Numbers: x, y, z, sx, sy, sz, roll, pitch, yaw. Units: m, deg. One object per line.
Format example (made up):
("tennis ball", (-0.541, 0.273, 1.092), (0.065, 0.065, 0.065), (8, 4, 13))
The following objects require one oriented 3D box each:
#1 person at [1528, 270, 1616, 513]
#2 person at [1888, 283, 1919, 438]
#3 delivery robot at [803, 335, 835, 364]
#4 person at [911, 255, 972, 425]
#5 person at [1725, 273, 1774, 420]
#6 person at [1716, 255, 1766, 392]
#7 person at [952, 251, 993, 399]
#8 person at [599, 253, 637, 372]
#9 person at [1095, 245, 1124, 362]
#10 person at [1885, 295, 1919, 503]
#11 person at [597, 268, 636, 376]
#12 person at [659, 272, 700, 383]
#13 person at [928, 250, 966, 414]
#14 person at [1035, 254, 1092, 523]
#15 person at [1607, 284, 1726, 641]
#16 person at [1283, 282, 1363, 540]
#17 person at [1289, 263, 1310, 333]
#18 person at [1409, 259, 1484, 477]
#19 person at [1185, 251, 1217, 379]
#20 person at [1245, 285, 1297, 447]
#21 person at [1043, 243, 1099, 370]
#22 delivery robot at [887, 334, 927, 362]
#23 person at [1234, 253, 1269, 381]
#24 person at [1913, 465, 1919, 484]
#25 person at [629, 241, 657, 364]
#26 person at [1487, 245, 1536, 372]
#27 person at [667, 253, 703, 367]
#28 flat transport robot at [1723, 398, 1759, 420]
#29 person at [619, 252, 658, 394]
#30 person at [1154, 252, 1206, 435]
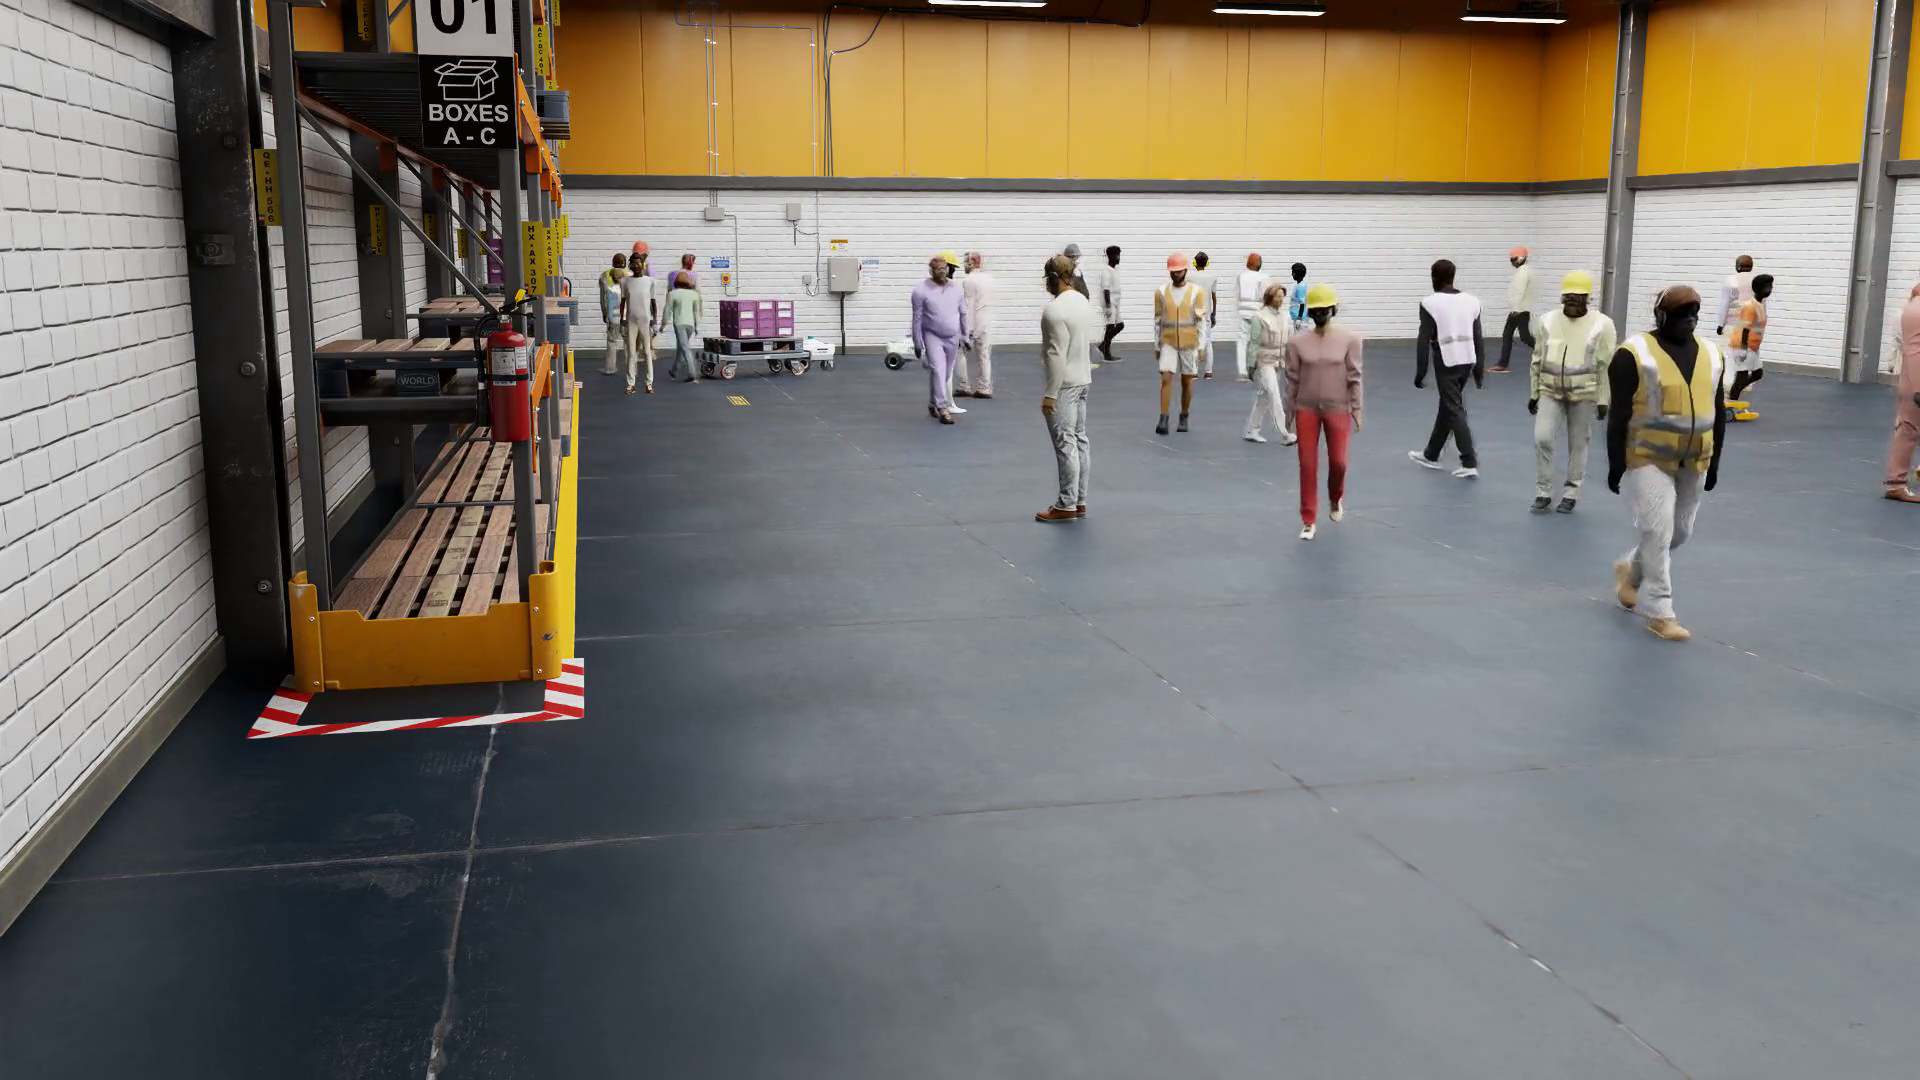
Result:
("person", (4.479, -1.075, 12.285), (0.627, 1.811, 0.636), (7, 12, 34))
("person", (9.856, -1.830, 17.076), (0.518, 1.584, 0.838), (1, 10, 3))
("delivery robot", (-2.313, -2.944, 25.878), (0.707, 0.478, 0.477), (-5, 11, -27))
("person", (-0.230, -2.266, 18.739), (0.635, 1.872, 0.956), (-5, 12, -27))
("person", (8.929, -2.190, 18.871), (0.472, 1.664, 0.553), (9, 14, 41))
("person", (10.515, -2.915, 22.415), (0.634, 1.839, 0.429), (0, 10, 0))
("person", (0.100, -2.762, 21.423), (0.689, 1.884, 0.681), (5, 12, 28))
("person", (-5.246, -3.508, 25.721), (0.620, 1.836, 0.429), (0, 10, 1))
("person", (2.539, -3.938, 27.773), (0.411, 1.948, 0.648), (3, 11, 18))
("person", (7.542, -1.197, 12.774), (0.663, 1.882, 0.708), (-6, 12, -30))
("person", (-5.155, -3.257, 24.944), (0.743, 1.607, 0.535), (8, 13, 38))
("person", (-4.007, -3.056, 23.913), (0.517, 1.569, 0.886), (-10, 14, -43))
("person", (-0.177, -2.448, 19.614), (0.381, 1.917, 0.585), (-7, 12, -35))
("person", (0.752, -1.086, 12.023), (0.379, 1.933, 0.629), (5, 11, 24))
("person", (3.673, -0.432, 8.730), (0.632, 1.819, 0.804), (-2, 10, -9))
("person", (2.492, -0.889, 11.423), (0.546, 1.750, 0.485), (3, 11, 17))
("person", (5.137, -3.336, 25.153), (0.322, 1.693, 0.535), (2, 10, 10))
("person", (4.266, -1.496, 14.498), (0.597, 1.864, 0.981), (-5, 11, -25))
("person", (3.517, -3.293, 24.426), (0.513, 1.872, 0.331), (-2, 10, -13))
("person", (3.137, -1.727, 16.497), (0.538, 1.585, 0.848), (-8, 13, -37))
("person", (1.733, -3.730, 26.373), (1.031, 2.000, 0.683), (4, 11, 23))
("delivery robot", (-0.792, -3.012, 26.251), (0.707, 0.478, 0.477), (1, 10, 4))
("person", (4.300, -3.248, 24.282), (0.623, 1.828, 0.930), (7, 12, 32))
("person", (8.177, -1.311, 13.285), (0.630, 1.940, 1.051), (-4, 11, -19))
("person", (-5.299, -3.910, 27.436), (0.626, 2.011, 0.736), (-9, 14, -41))
("person", (8.645, -3.520, 25.447), (0.932, 1.966, 0.607), (1, 10, 7))
("person", (-4.395, -3.694, 26.793), (0.579, 1.816, 0.648), (4, 11, 20))
("flat transport robot", (8.211, -1.481, 18.818), (1.431, 0.197, 0.652), (-2, 11, -13))
("person", (-4.277, -2.879, 22.131), (0.513, 1.872, 0.328), (-1, 10, -8))
("person", (2.282, -2.038, 17.373), (0.566, 1.892, 0.931), (2, 11, 13))
